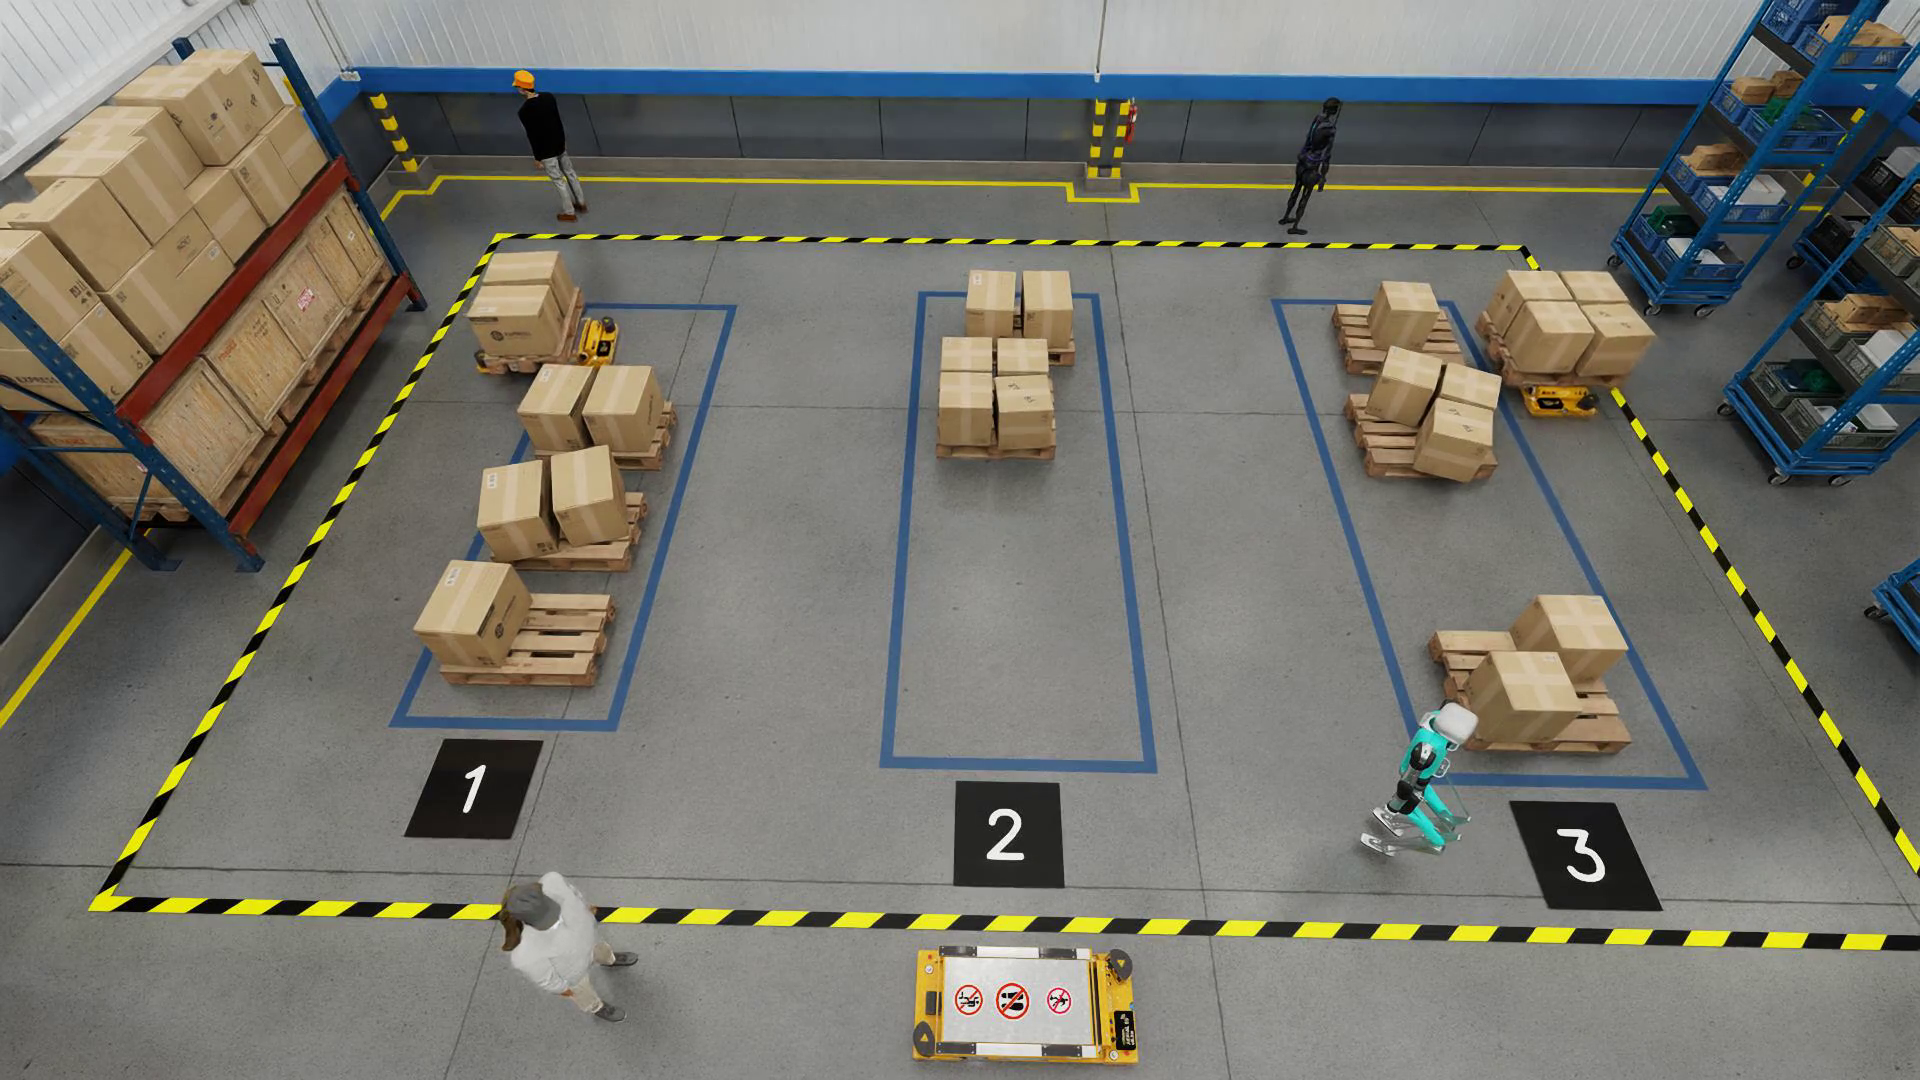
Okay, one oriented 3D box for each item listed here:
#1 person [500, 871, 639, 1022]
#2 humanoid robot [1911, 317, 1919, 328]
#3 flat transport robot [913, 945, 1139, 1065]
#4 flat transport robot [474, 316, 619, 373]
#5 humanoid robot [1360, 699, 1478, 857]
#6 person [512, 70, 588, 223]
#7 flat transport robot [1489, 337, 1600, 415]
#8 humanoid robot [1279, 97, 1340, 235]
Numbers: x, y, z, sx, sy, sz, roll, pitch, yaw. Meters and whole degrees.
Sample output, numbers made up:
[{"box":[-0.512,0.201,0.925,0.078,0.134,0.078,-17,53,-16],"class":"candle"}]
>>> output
[{"box":[-2.350,2.448,5.523,0.402,1.764,0.572,2,51,2],"class":"person"},{"box":[9.270,-1.833,9.111,0.584,1.633,0.793,-14,52,-11],"class":"humanoid robot"},{"box":[0.422,3.041,6.007,1.431,0.231,0.659,1,51,1],"class":"flat transport robot"},{"box":[-4.616,-2.195,10.257,1.431,0.197,0.652,-4,51,-3],"class":"flat transport robot"},{"box":[3.164,1.702,6.067,0.735,1.673,0.533,35,59,25],"class":"humanoid robot"},{"box":[-5.111,-4.883,11.425,0.367,1.884,0.586,17,53,13],"class":"person"},{"box":[6.363,-1.924,10.037,0.652,0.197,1.431,1,51,1],"class":"flat transport robot"},{"box":[4.352,-4.634,11.344,0.315,1.658,0.599,-8,51,-6],"class":"humanoid robot"}]
